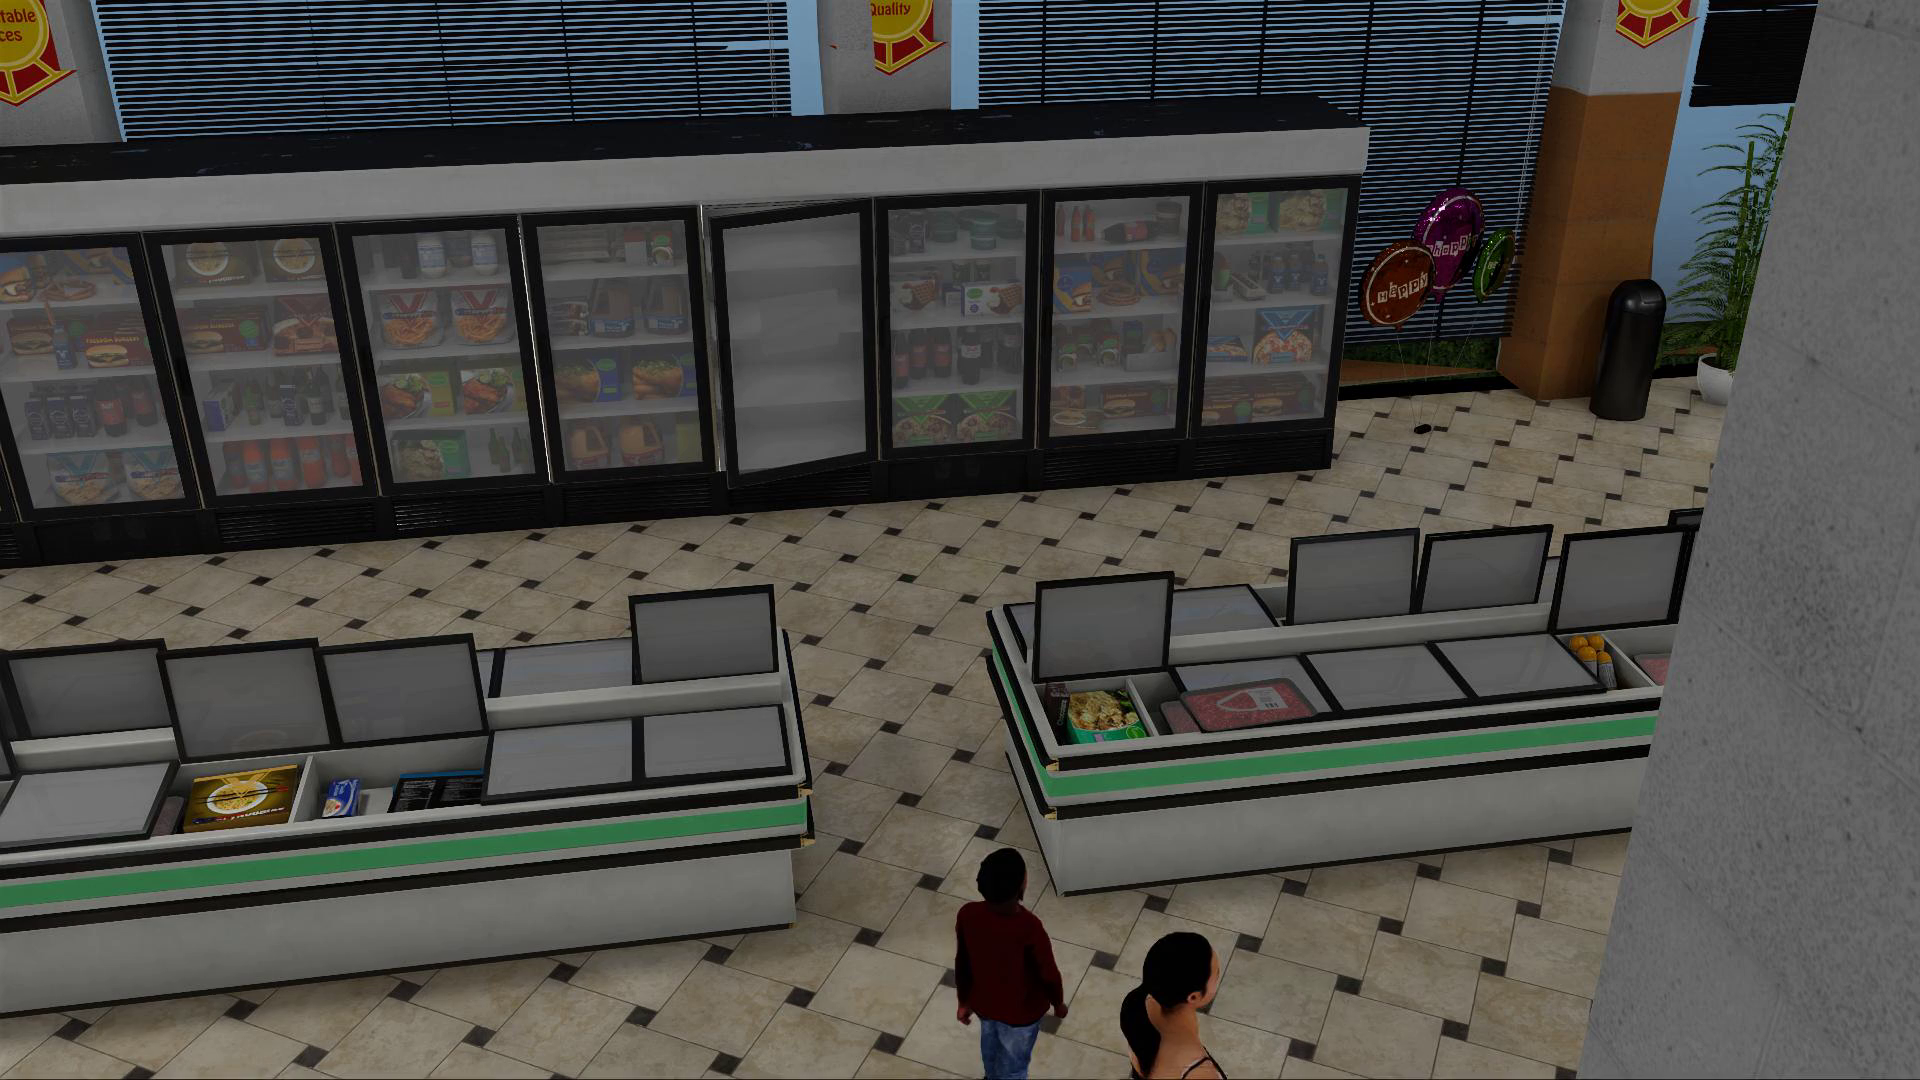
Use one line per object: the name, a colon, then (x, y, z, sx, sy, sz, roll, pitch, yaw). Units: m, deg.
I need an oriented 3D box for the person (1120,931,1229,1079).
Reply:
person: (0.485, 1.858, 4.721, 1.156, 1.695, 0.832, -14, 30, -25)

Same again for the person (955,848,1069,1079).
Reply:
person: (0.136, 1.613, 5.702, 0.675, 1.245, 0.732, 16, 31, 28)
